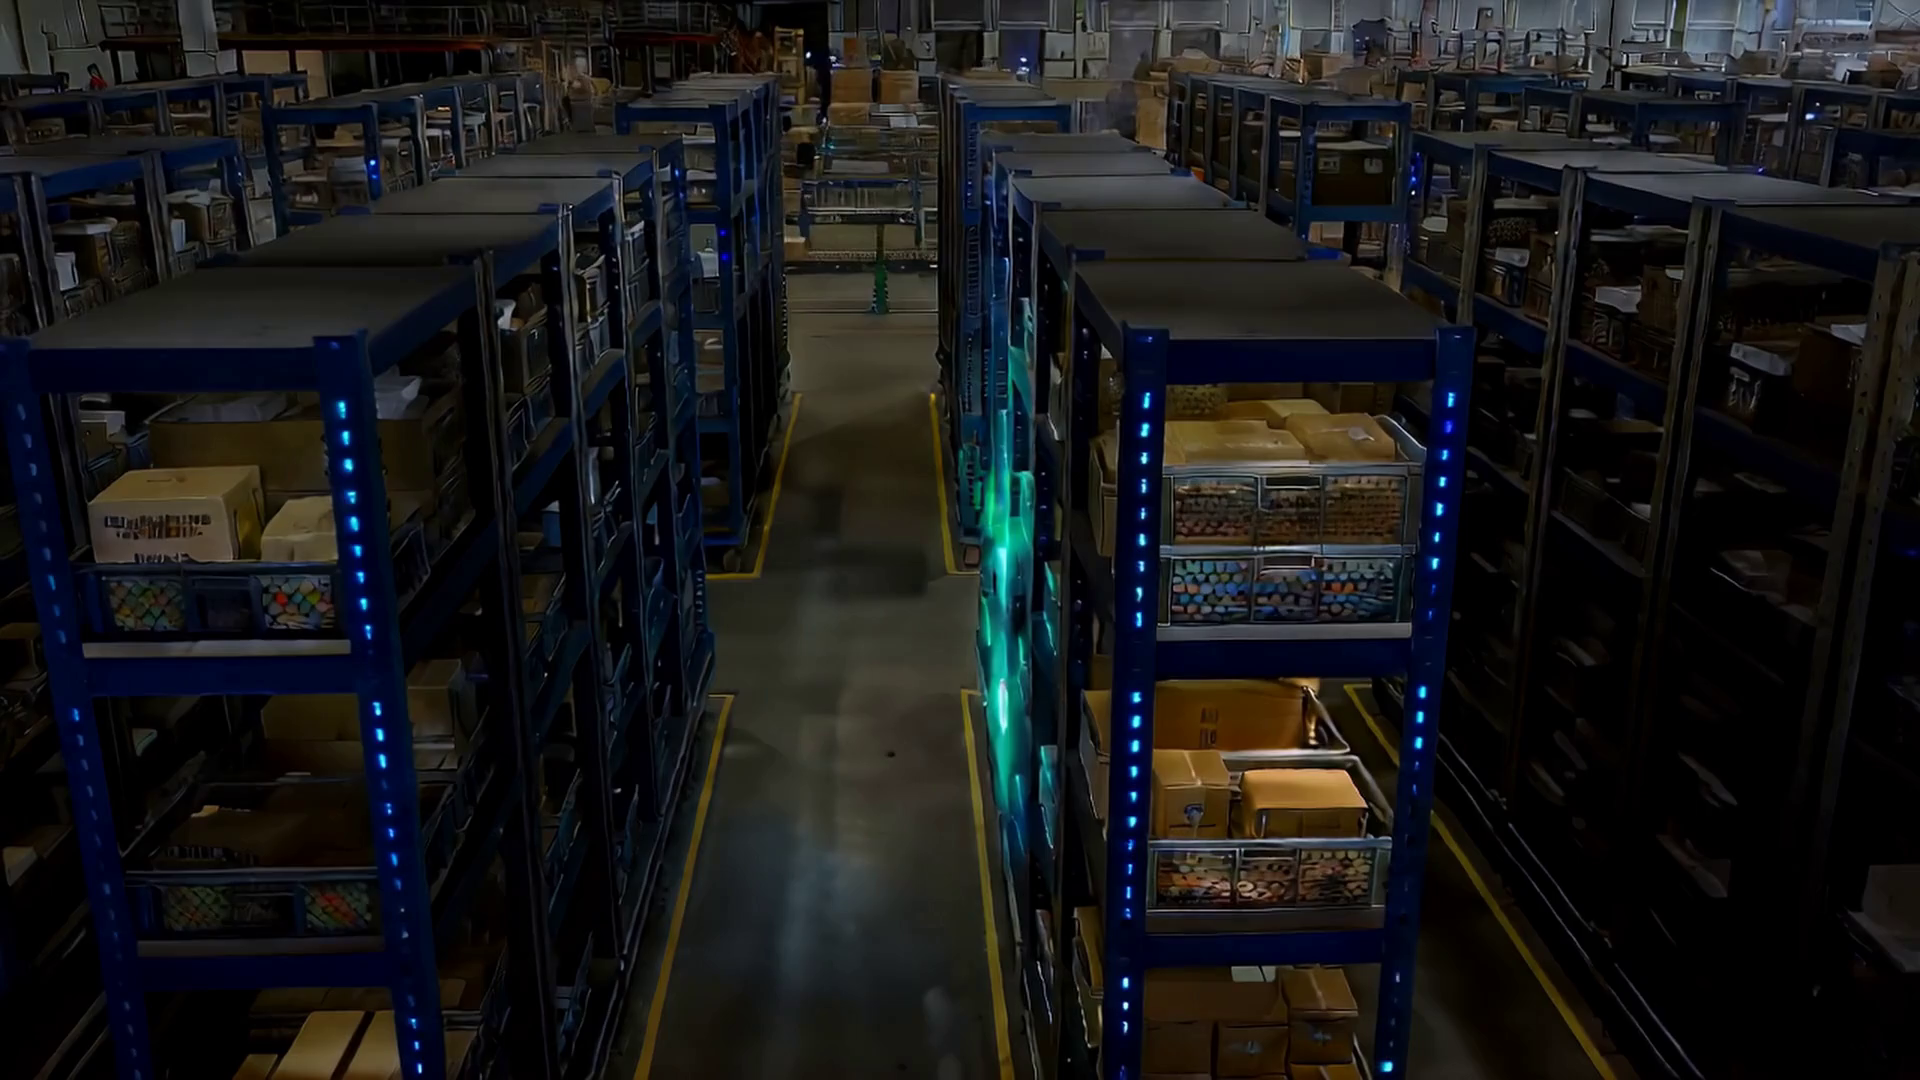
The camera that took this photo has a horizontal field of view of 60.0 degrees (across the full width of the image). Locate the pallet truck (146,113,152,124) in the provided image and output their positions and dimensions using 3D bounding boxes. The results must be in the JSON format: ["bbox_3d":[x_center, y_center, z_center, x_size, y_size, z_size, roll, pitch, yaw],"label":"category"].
[{"bbox_3d":[-18.087,-8.309,36.390,1.885,1.965,0.823,-1,18,-4],"label":"pallet truck"}]

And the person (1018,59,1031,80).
[{"bbox_3d":[2.642,-18.973,69.315,0.607,2.044,0.378,-13,22,-35],"label":"person"}]

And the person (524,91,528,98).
[{"bbox_3d":[-12.621,-12.105,48.352,0.516,1.865,0.329,-17,24,-42],"label":"person"}]

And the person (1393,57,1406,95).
[{"bbox_3d":[21.153,-22.251,79.830,0.639,1.800,0.899,-7,19,-20],"label":"person"}]

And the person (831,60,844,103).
[{"bbox_3d":[-5.322,-19.971,72.672,0.615,1.904,0.996,-9,20,-25],"label":"person"}]

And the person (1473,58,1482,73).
[{"bbox_3d":[26.954,-24.473,86.661,0.956,1.834,0.596,-4,18,-13],"label":"person"}]

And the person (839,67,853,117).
[{"bbox_3d":[-4.362,-17.471,64.876,0.798,1.906,0.583,11,21,30],"label":"person"}]

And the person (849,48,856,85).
[{"bbox_3d":[-5.853,-25.825,90.704,0.374,1.925,0.595,5,19,16],"label":"person"}]

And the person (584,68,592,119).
[{"bbox_3d":[-14.272,-17.213,64.091,0.417,1.912,0.588,-5,19,-15],"label":"person"}]

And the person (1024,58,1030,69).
[{"bbox_3d":[3.016,-21.257,76.690,0.376,1.851,0.517,-5,19,-16],"label":"person"}]

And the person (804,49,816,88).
[{"bbox_3d":[-7.849,-24.628,86.890,0.611,1.996,0.379,4,18,13],"label":"person"}]

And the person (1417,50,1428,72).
[{"bbox_3d":[23.780,-24.187,85.531,0.623,1.989,0.401,-9,20,-25],"label":"person"}]

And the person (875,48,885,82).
[{"bbox_3d":[-4.422,-26.799,93.787,0.858,1.874,0.654,-7,19,-21],"label":"person"}]

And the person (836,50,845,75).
[{"bbox_3d":[-6.592,-26.020,91.487,0.632,1.820,0.768,14,23,37],"label":"person"}]

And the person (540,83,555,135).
[{"bbox_3d":[-13.885,-14.425,55.742,0.663,1.741,0.316,-5,19,-15],"label":"person"}]

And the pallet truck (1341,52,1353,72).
[{"bbox_3d":[18.794,-23.123,82.231,0.823,1.965,1.885,-13,22,-35],"label":"pallet truck"}]

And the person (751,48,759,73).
[{"bbox_3d":[-11.136,-25.854,90.762,0.386,1.948,0.602,8,19,23],"label":"person"}]

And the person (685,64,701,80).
[{"bbox_3d":[-10.421,-17.550,64.918,0.689,2.000,0.539,-12,21,-32],"label":"person"}]

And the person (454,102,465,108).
[{"bbox_3d":[-16.584,-14.239,54.940,0.509,1.871,0.593,1,18,3],"label":"person"}]

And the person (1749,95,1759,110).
[{"bbox_3d":[23.954,-12.691,50.453,0.639,1.680,0.542,-17,25,-42],"label":"person"}]

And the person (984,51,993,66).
[{"bbox_3d":[1.610,-26.930,94.507,0.530,1.689,0.322,4,18,11],"label":"person"}]

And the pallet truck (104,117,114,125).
[{"bbox_3d":[-18.367,-7.885,35.078,1.885,1.965,0.823,1,18,2],"label":"pallet truck"}]

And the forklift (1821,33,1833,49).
[{"bbox_3d":[43.362,-23.988,83.493,1.873,2.768,1.129,13,22,35],"label":"forklift"}]
